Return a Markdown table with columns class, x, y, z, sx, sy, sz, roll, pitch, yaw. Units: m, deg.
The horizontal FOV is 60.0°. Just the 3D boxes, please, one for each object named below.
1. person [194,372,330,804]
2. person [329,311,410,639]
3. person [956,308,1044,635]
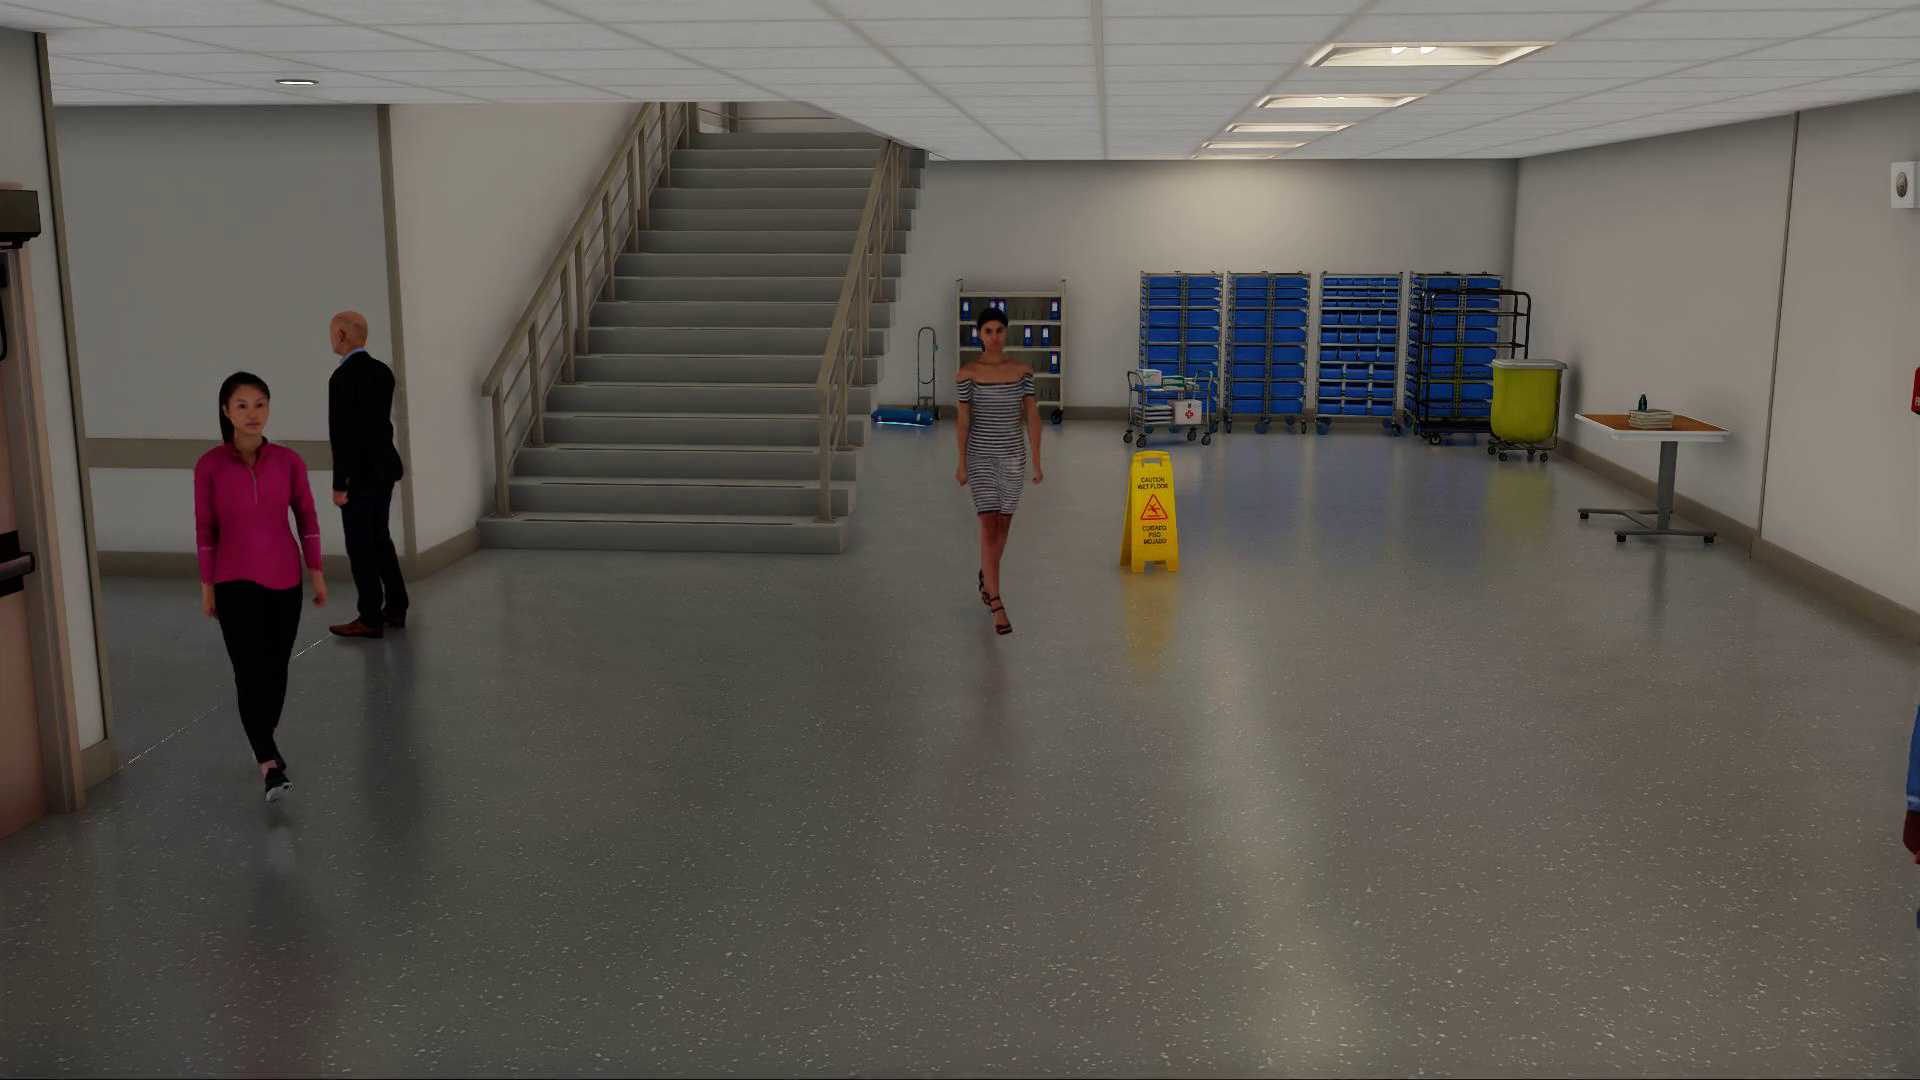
| class | x | y | z | sx | sy | sz | roll | pitch | yaw |
| --- | --- | --- | --- | --- | --- | --- | --- | --- | --- |
| person | -2.838 | 0.182 | 6.693 | 1.035 | 1.661 | 1.147 | -7 | 13 | -34 |
| person | -3.282 | -0.364 | 9.215 | 0.751 | 1.795 | 0.563 | 2 | 11 | 10 |
| person | 0.198 | -0.385 | 9.415 | 0.861 | 1.761 | 1.204 | -3 | 11 | -14 |
